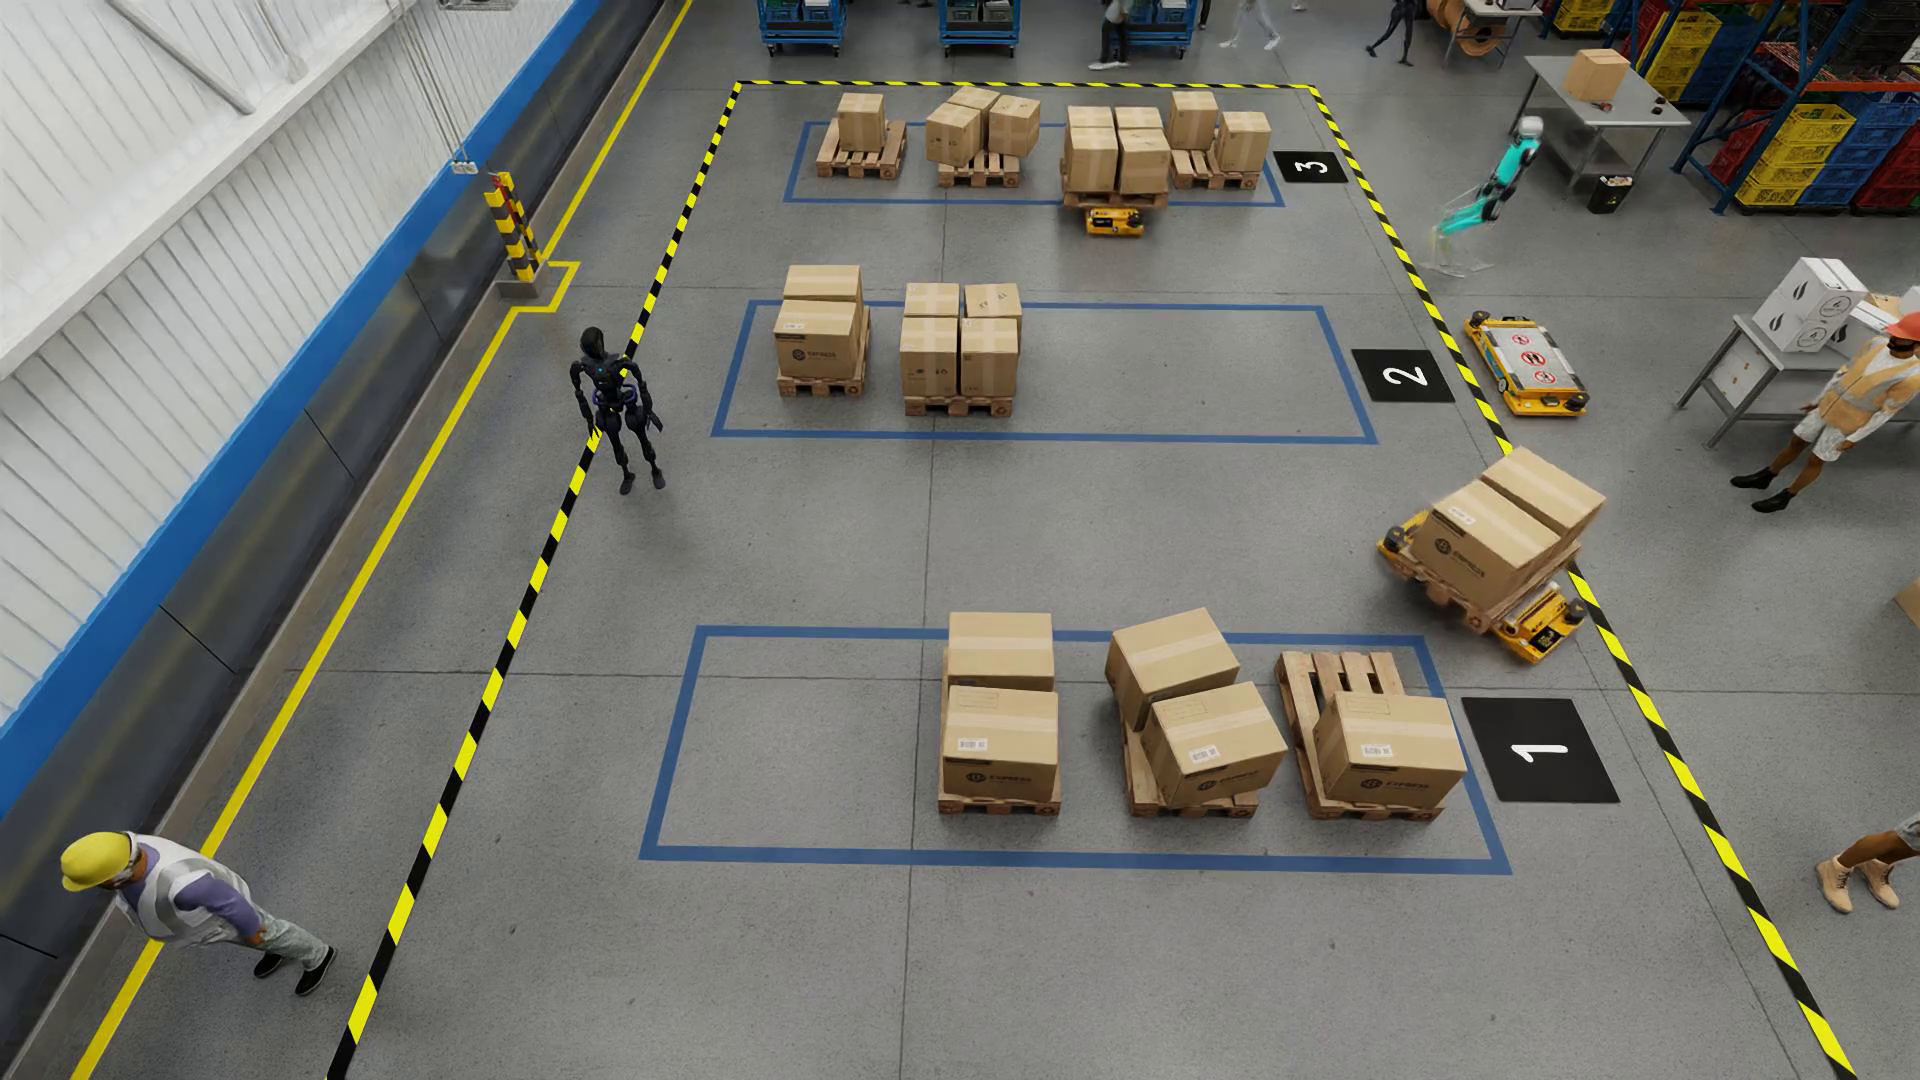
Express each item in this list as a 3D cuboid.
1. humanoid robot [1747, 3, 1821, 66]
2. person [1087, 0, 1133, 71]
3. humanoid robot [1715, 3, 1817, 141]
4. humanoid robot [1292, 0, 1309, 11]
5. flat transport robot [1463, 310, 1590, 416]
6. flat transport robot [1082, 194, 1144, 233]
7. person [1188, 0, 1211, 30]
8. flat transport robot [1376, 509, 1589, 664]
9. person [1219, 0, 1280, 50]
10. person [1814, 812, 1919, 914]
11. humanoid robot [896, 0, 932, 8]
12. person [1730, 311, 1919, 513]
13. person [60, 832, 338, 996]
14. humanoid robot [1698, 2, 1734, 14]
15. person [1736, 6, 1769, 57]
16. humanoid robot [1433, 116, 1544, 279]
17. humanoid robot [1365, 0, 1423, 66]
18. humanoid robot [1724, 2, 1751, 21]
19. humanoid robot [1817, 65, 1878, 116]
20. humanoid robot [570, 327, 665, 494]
[{"bbox_3d":[11.762,-7.504,13.072,0.769,1.800,0.540,-11,50,-10],"label":"humanoid robot"},{"bbox_3d":[2.203,-7.757,13.214,0.738,1.831,0.595,4,49,3],"label":"person"},{"bbox_3d":[10.367,-5.999,11.789,0.318,1.649,0.612,-5,49,-4],"label":"humanoid robot"},{"bbox_3d":[5.677,-9.415,14.764,0.784,1.847,0.543,-9,50,-8],"label":"humanoid robot"},{"bbox_3d":[5.573,-1.757,9.054,0.659,0.231,1.431,1,49,1],"label":"flat transport robot"},{"bbox_3d":[1.827,-4.193,11.144,0.652,0.197,1.431,1,49,1],"label":"flat transport robot"},{"bbox_3d":[3.778,-8.917,14.208,0.504,1.846,0.349,-6,49,-5],"label":"person"},{"bbox_3d":[4.119,0.292,7.262,0.652,0.197,1.431,-29,55,-23],"label":"flat transport robot"},{"bbox_3d":[4.529,-8.280,13.754,0.842,1.695,0.499,4,49,3],"label":"person"},{"bbox_3d":[5.660,1.539,5.036,0.604,2.033,0.395,-1,49,-1],"label":"person"},{"bbox_3d":[-0.756,-9.517,14.847,0.586,1.638,0.588,-14,51,-12],"label":"humanoid robot"},{"bbox_3d":[6.982,-0.987,7.284,0.376,1.937,0.545,-1,49,0],"label":"person"},{"bbox_3d":[-3.940,1.957,4.806,0.599,1.827,0.404,16,51,14],"label":"person"},{"bbox_3d":[10.491,-7.573,13.145,1.016,1.763,0.550,2,49,1],"label":"humanoid robot"},{"bbox_3d":[12.102,-8.099,13.485,0.511,1.870,0.326,0,49,0],"label":"person"},{"bbox_3d":[5.367,-3.568,9.562,0.735,1.677,0.533,8,50,7],"label":"humanoid robot"},{"bbox_3d":[6.557,-7.883,13.457,0.583,1.637,0.766,-28,55,-22],"label":"humanoid robot"},{"bbox_3d":[11.522,-7.946,13.501,0.734,1.633,0.611,8,50,7],"label":"humanoid robot"},{"bbox_3d":[11.143,-5.668,11.501,0.325,1.650,0.590,9,50,8],"label":"humanoid robot"},{"bbox_3d":[-2.773,-1.039,7.494,0.599,1.654,0.315,-8,50,-7],"label":"humanoid robot"}]
